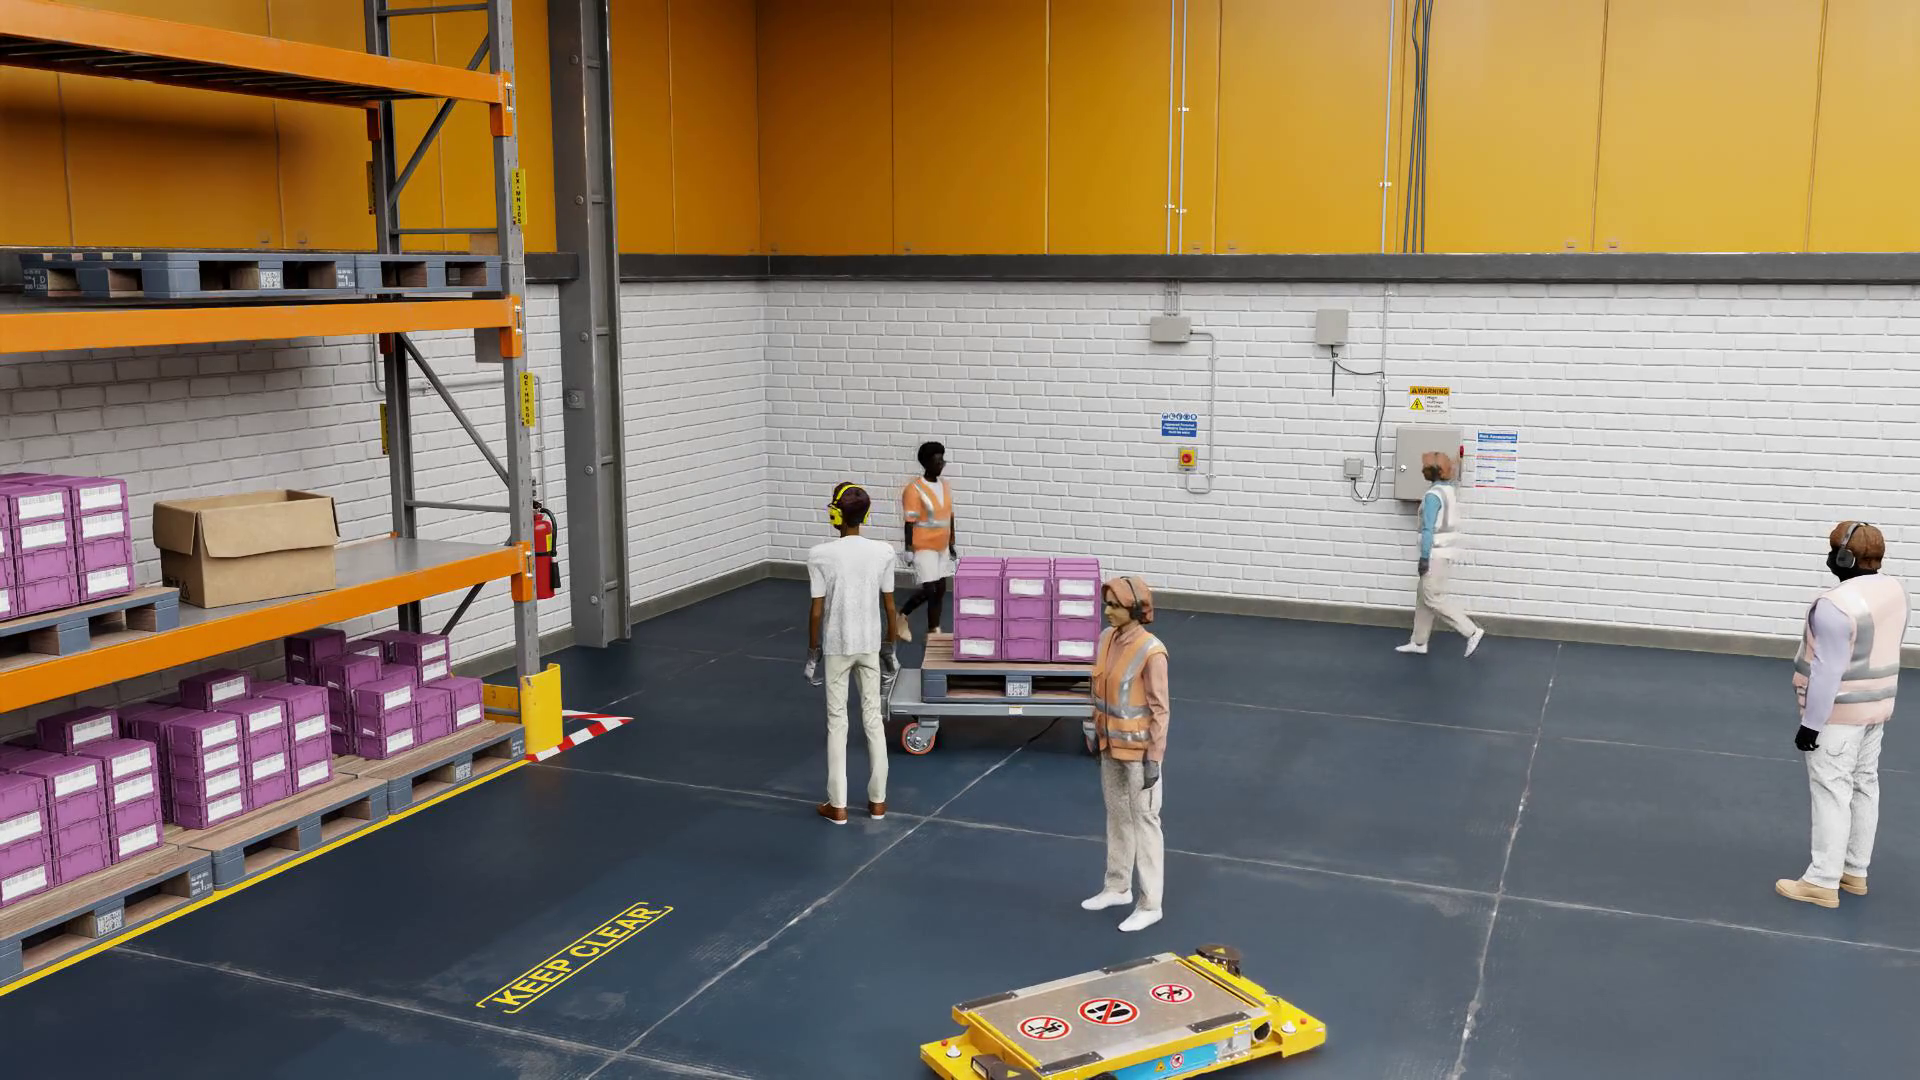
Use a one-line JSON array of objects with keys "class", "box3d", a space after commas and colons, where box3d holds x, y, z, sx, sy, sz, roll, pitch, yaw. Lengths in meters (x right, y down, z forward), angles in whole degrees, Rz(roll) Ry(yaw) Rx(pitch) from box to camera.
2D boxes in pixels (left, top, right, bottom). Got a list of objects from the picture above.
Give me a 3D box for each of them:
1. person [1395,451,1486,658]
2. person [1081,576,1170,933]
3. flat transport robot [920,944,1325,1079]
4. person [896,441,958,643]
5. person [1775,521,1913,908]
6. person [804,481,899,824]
[{"class": "person", "box3d": [3.731, 0.126, 12.819, 0.640, 1.623, 0.523, 5, 11, 27]}, {"class": "person", "box3d": [0.773, 0.968, 7.635, 0.310, 1.636, 0.522, -5, 10, -26]}, {"class": "flat transport robot", "box3d": [0.628, 1.863, 6.336, 1.431, 0.197, 0.652, -5, 11, -29]}, {"class": "person", "box3d": [-0.271, 0.051, 13.077, 0.426, 1.683, 0.540, 7, 12, 36]}, {"class": "person", "box3d": [4.191, 0.821, 7.915, 0.625, 1.844, 0.429, -6, 11, -33]}, {"class": "person", "box3d": [-0.595, 0.612, 9.075, 0.532, 1.876, 0.319, -3, 10, -19]}]
